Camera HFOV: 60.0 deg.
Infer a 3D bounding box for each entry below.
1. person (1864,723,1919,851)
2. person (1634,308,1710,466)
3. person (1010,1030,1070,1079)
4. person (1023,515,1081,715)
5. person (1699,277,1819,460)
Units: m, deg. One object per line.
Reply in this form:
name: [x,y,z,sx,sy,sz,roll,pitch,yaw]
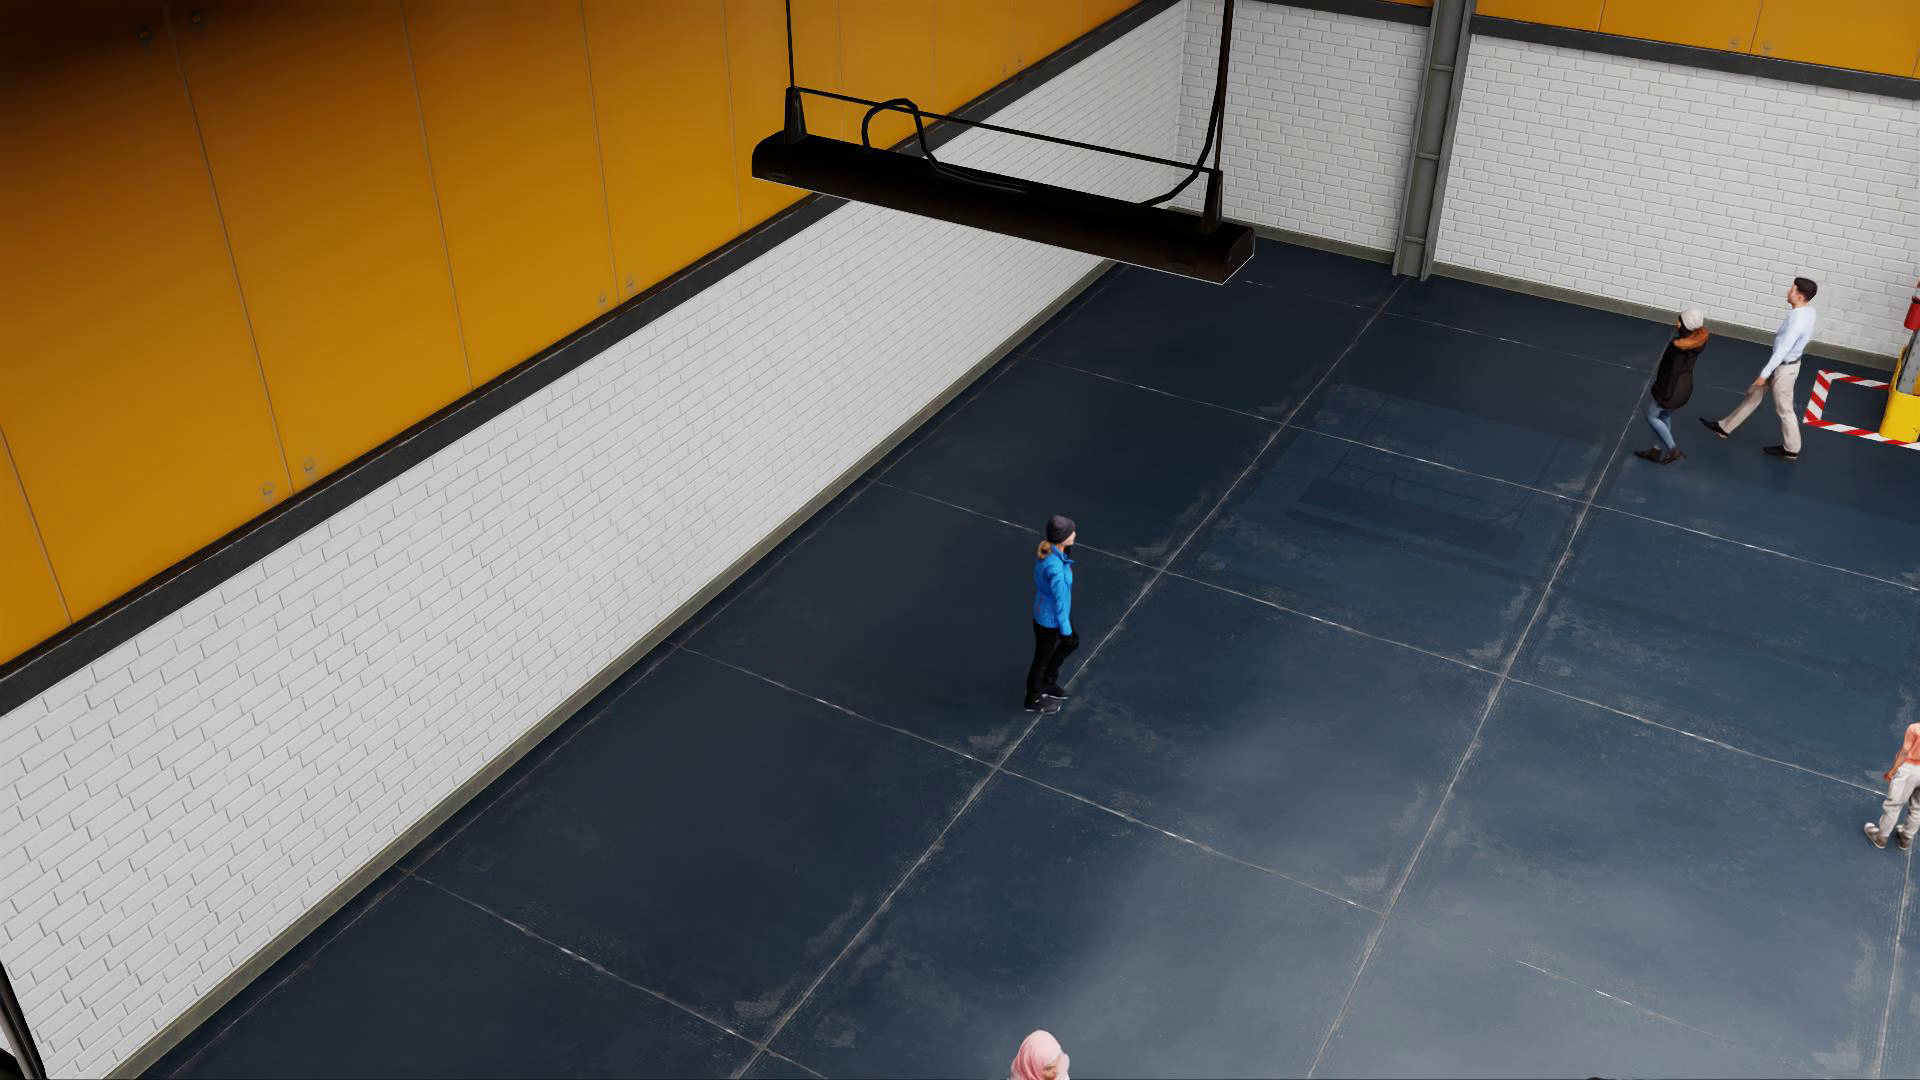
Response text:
person: [6.582,1.595,11.435,0.504,1.310,0.608,6,34,8]
person: [6.786,-1.410,15.672,0.759,1.625,0.687,25,41,33]
person: [0.315,3.176,8.649,1.269,1.761,0.823,26,42,34]
person: [0.594,0.589,12.520,0.765,1.785,0.736,4,34,6]
person: [7.866,-1.569,15.756,1.196,1.796,0.709,21,39,28]
